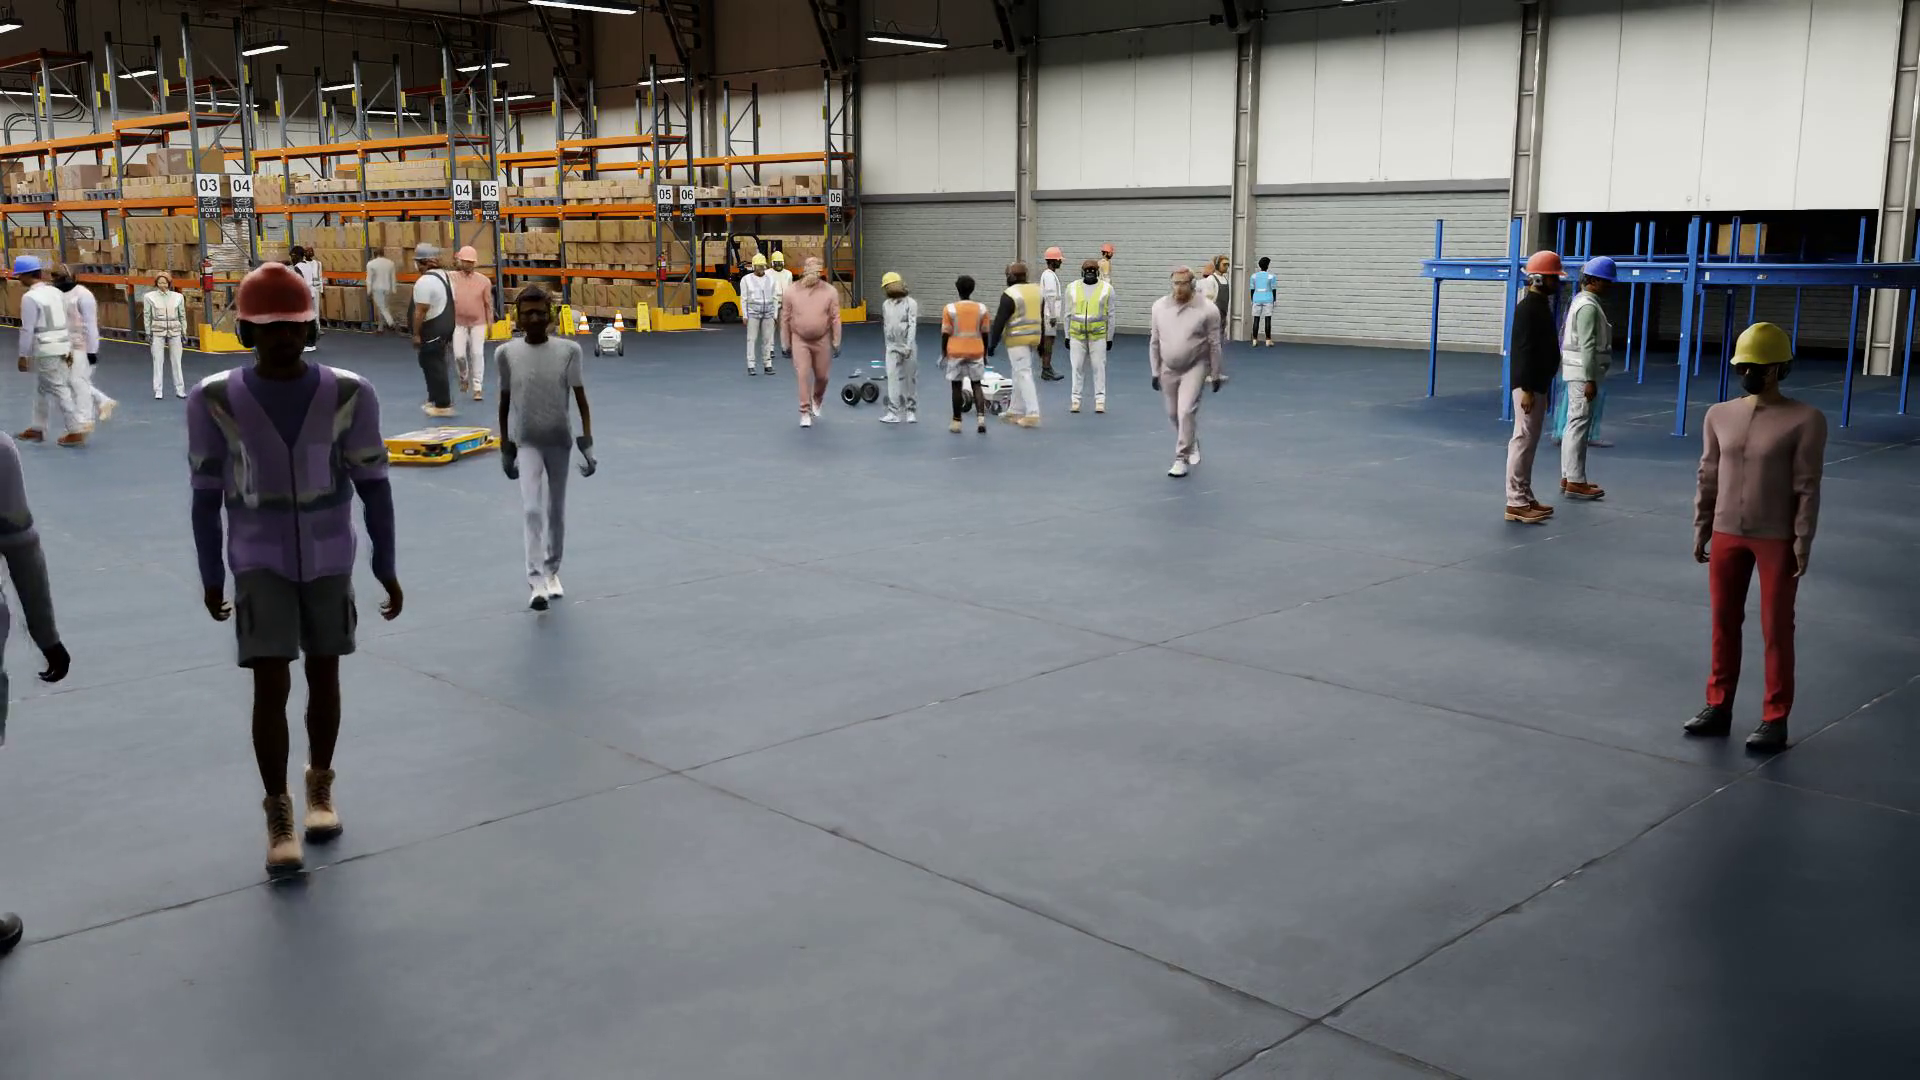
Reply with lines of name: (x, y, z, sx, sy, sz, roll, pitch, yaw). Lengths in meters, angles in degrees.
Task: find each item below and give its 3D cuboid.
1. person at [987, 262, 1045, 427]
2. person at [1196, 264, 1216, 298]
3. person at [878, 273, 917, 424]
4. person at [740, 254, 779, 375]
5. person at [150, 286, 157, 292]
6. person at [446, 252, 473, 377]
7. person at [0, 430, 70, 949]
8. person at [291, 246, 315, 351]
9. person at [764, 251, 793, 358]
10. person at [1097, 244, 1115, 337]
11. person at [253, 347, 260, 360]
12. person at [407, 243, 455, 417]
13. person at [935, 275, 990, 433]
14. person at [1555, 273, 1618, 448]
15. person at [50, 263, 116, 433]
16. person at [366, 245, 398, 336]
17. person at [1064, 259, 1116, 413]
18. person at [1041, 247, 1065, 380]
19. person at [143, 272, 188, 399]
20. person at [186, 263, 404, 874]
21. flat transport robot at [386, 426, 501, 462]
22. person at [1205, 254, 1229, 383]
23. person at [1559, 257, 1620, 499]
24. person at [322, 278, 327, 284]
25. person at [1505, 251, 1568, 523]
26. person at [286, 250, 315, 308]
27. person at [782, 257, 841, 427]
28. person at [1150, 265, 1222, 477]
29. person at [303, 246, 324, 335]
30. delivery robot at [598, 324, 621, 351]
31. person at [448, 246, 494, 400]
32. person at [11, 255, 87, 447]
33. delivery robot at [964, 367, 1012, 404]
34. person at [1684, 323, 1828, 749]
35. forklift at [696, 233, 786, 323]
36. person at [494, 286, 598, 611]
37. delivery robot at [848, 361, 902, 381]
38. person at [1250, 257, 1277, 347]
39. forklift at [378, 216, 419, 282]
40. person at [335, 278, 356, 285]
person: (0.652, -2.181, 18.558, 0.711, 1.807, 0.654, 9, 14, 40)
person: (4.389, -4.025, 29.160, 0.512, 1.627, 0.445, 5, 11, 24)
person: (-0.706, -2.153, 18.740, 0.479, 1.683, 0.772, 4, 11, 21)
person: (-3.053, -3.436, 25.360, 0.602, 1.825, 0.403, -5, 12, -26)
person: (-22.011, -7.167, 45.523, 0.955, 1.891, 0.585, -10, 14, -44)
person: (-7.464, -3.381, 24.943, 0.576, 1.869, 0.410, -1, 10, -7)
person: (-2.962, 0.273, 4.889, 0.568, 1.919, 0.545, 0, 10, 2)
person: (-12.075, -4.443, 30.593, 0.379, 1.916, 0.597, -1, 10, -6)
person: (-3.164, -4.105, 28.981, 0.600, 1.831, 0.404, -6, 12, -28)
person: (3.033, -5.189, 34.634, 0.374, 1.928, 0.542, -3, 11, -15)
person: (-8.120, -2.290, 19.643, 0.545, 1.622, 0.606, -8, 13, -38)
person: (-6.268, -2.454, 19.526, 0.641, 2.000, 0.713, 1, 10, 5)
person: (0.045, -1.995, 17.858, 0.574, 1.695, 0.346, -3, 11, -15)
person: (6.314, -1.817, 16.514, 0.736, 1.819, 0.604, 5, 11, 24)
person: (-9.491, -2.086, 18.012, 0.640, 1.817, 0.600, 6, 12, 30)
person: (-12.165, -5.262, 35.089, 0.907, 1.914, 0.633, 9, 14, 40)
person: (1.548, -2.447, 19.956, 0.619, 1.835, 0.430, 2, 11, 13)
person: (1.362, -3.345, 24.548, 0.362, 1.938, 0.545, -1, 10, -3)
person: (-10.330, -2.663, 21.648, 0.514, 1.639, 0.310, -7, 13, -35)
person: (-2.220, 0.092, 5.598, 0.618, 2.012, 0.830, -6, 12, -28)
flat transport robot: (-5.027, -0.932, 16.053, 0.652, 0.197, 1.431, 2, 11, 8)
person: (3.731, -3.216, 24.102, 0.327, 1.842, 0.517, 8, 13, 36)
person: (5.102, -1.324, 13.526, 0.402, 1.938, 0.604, 3, 11, 14)
person: (-18.756, -7.852, 48.900, 0.474, 2.017, 0.605, -9, 14, -40)
person: (4.285, -1.149, 12.414, 0.375, 1.995, 0.611, 6, 12, 29)
person: (-12.223, -4.443, 30.753, 0.532, 1.859, 0.310, -4, 11, -23)
person: (-1.672, -2.233, 18.680, 0.667, 1.876, 0.682, -2, 11, -10)
person: (2.039, -1.537, 14.918, 0.645, 1.863, 0.887, 6, 12, 29)
person: (-13.821, -5.306, 35.395, 0.356, 1.883, 0.573, 10, 14, 43)
delivery robot: (-6.215, -3.589, 29.505, 0.477, 0.478, 0.707, -1, 11, -7)
person: (-6.350, -2.809, 21.520, 0.636, 1.973, 0.545, -3, 11, -17)
person: (-9.259, -1.880, 16.646, 0.913, 1.900, 0.622, -1, 10, -3)
delivery robot: (0.358, -1.840, 19.977, 0.477, 0.478, 0.707, -7, 12, -34)
person: (3.293, -0.020, 6.916, 0.337, 1.757, 0.518, -8, 13, -37)
forklift: (-5.496, -6.489, 41.108, 2.313, 2.155, 1.214, -10, 14, -44)
person: (-2.347, -0.522, 9.465, 0.538, 1.819, 0.961, -3, 11, -17)
delivery robot: (-1.064, -2.134, 20.873, 0.698, 0.223, 0.335, 6, 12, 31)
person: (5.798, -4.551, 31.784, 0.535, 1.697, 0.318, 5, 12, 27)
forklift: (-17.868, -9.201, 54.028, 1.873, 2.768, 1.129, -10, 14, -44)
person: (-15.430, -6.498, 41.746, 0.545, 1.938, 0.359, -10, 14, -43)
